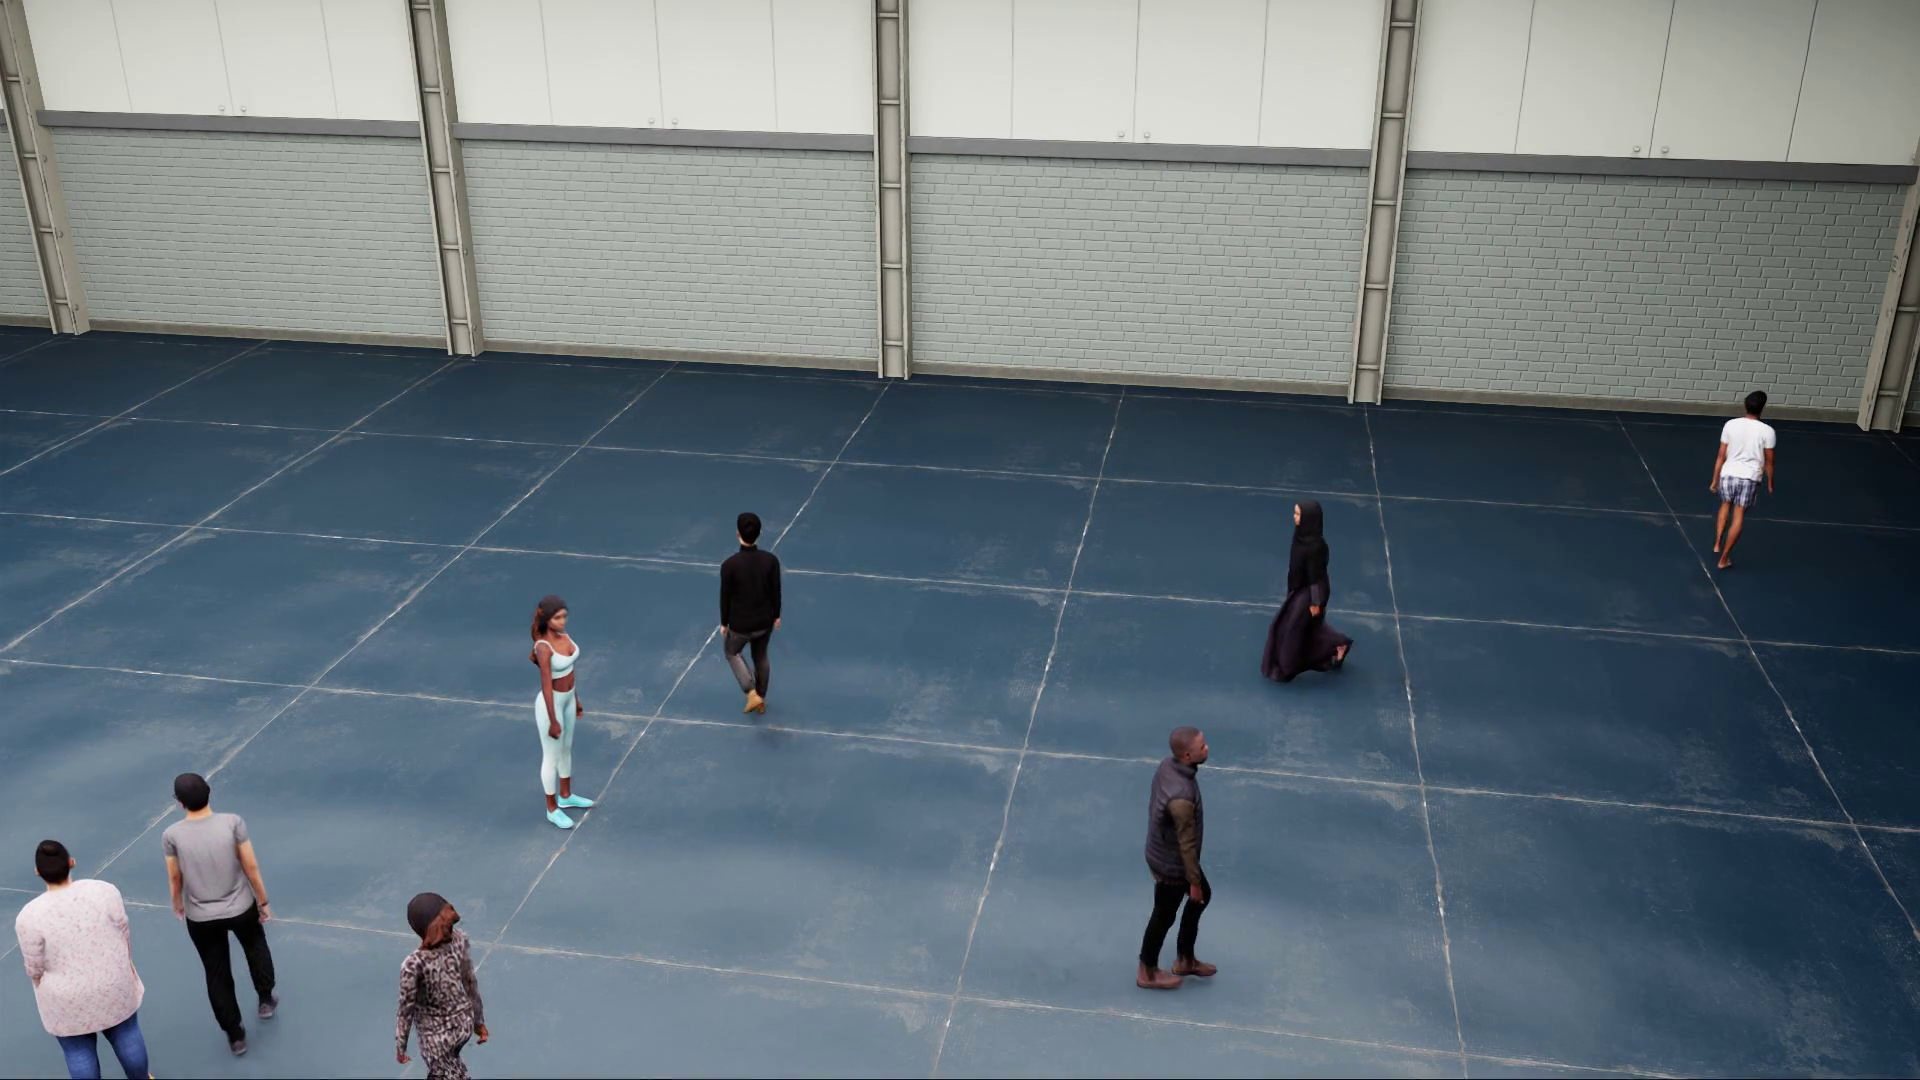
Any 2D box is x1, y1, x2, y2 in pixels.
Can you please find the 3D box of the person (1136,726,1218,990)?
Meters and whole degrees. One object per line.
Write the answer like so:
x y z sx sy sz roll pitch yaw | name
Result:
1.195 1.908 9.893 0.759 1.822 0.765 2 23 4 | person

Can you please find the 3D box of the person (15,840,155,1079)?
-4.706 2.358 8.936 0.793 1.742 0.845 -17 28 -34 | person

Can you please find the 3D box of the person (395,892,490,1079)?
-2.567 2.587 8.490 1.199 1.670 0.890 15 27 31 | person

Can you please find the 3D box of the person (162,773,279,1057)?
-4.192 2.149 9.447 0.844 1.728 0.903 -11 26 -25 | person

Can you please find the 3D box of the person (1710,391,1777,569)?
7.384 -0.541 15.798 0.934 1.708 0.889 -21 30 -40 | person

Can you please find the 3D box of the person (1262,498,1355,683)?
2.947 0.421 13.694 1.116 1.585 0.815 -3 23 -7 | person

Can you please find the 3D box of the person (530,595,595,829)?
-2.835 1.180 11.728 0.546 1.726 0.580 6 24 15 | person

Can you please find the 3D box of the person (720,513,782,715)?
-1.628 0.625 13.050 0.828 1.713 0.897 -12 26 -25 | person
